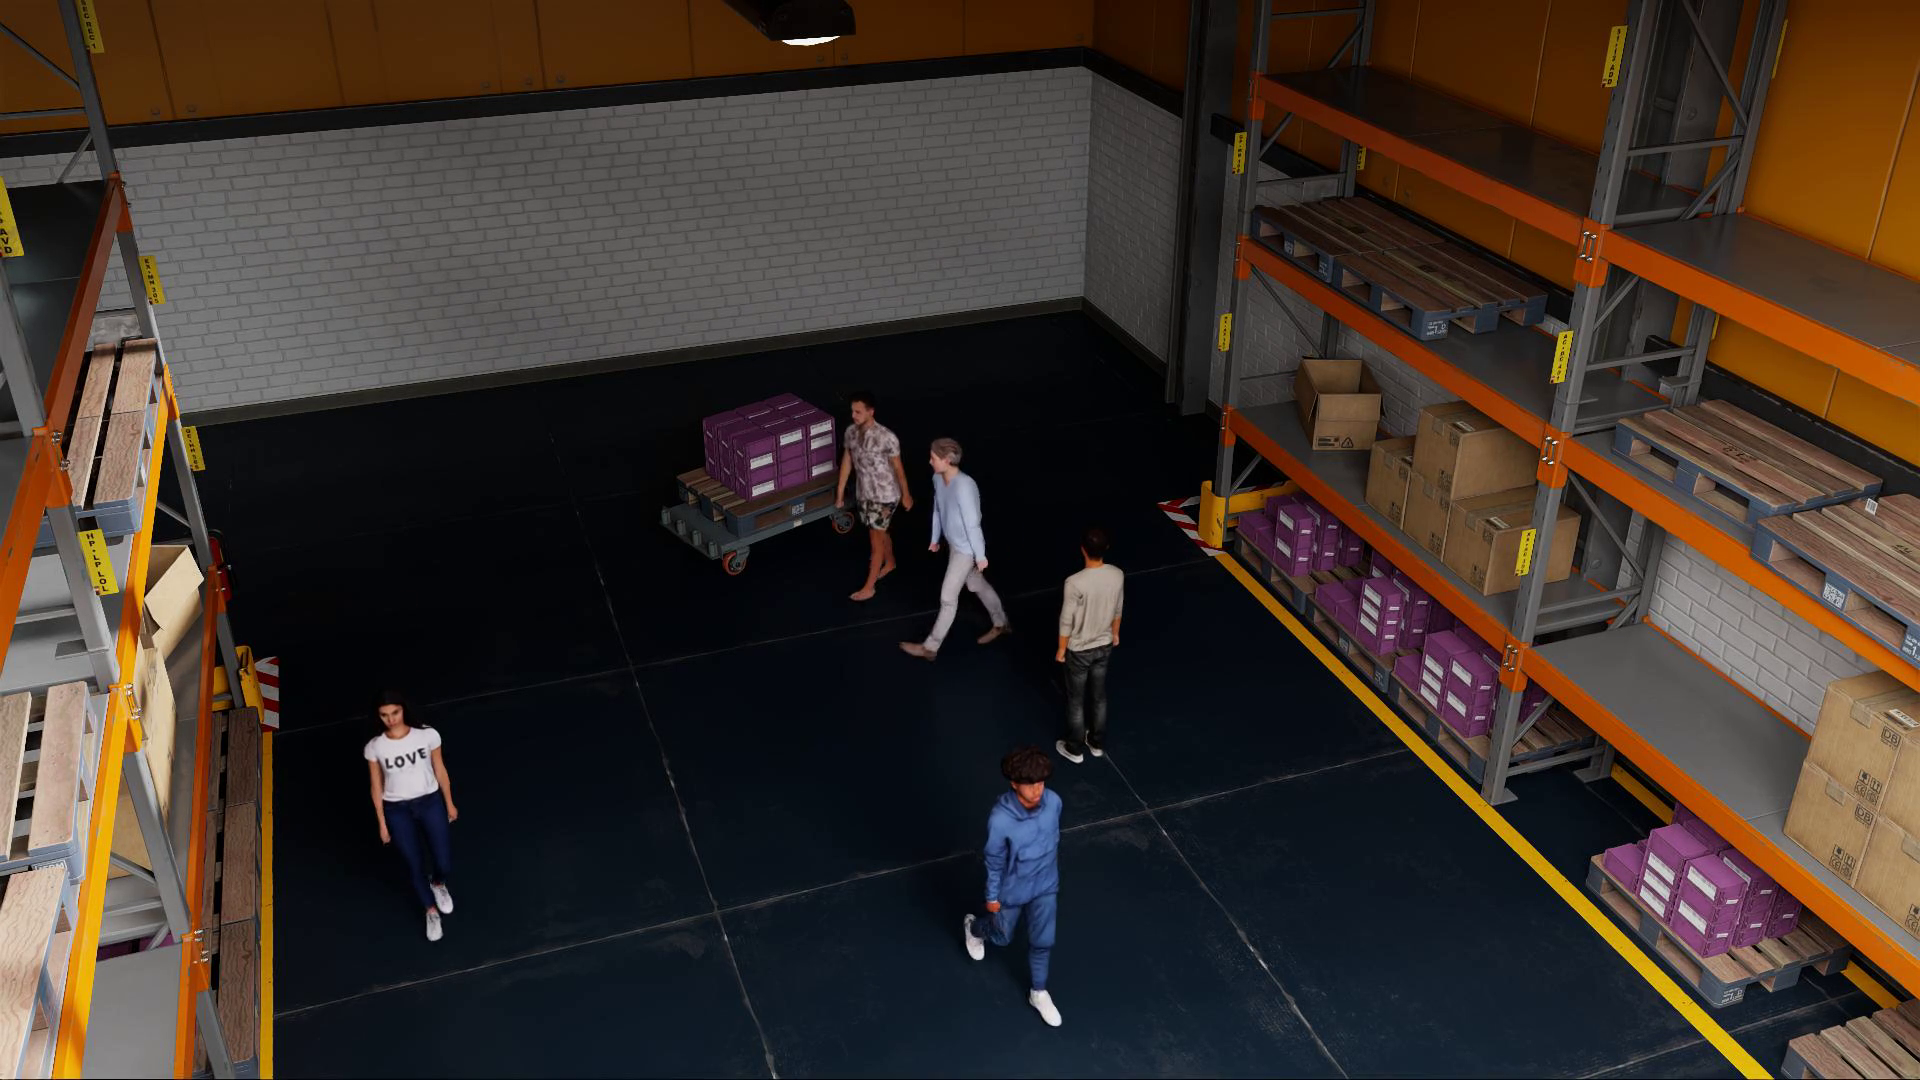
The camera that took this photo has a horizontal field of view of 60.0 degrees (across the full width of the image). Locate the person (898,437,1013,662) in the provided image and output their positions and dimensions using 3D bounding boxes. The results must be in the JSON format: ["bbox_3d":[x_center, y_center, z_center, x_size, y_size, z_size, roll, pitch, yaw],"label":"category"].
[{"bbox_3d":[0.119,0.063,12.723,0.738,1.832,1.123,-13,31,-22],"label":"person"}]

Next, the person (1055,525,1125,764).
[{"bbox_3d":[0.907,0.734,11.522,0.687,1.805,0.593,-15,32,-25],"label":"person"}]

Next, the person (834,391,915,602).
[{"bbox_3d":[-0.622,-0.434,13.685,1.071,1.785,1.072,22,35,34],"label":"person"}]

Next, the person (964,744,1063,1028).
[{"bbox_3d":[0.308,1.879,9.445,0.801,1.785,1.111,-16,32,-26],"label":"person"}]

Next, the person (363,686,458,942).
[{"bbox_3d":[-3.276,1.595,9.984,0.600,1.766,0.634,-10,30,-18],"label":"person"}]
